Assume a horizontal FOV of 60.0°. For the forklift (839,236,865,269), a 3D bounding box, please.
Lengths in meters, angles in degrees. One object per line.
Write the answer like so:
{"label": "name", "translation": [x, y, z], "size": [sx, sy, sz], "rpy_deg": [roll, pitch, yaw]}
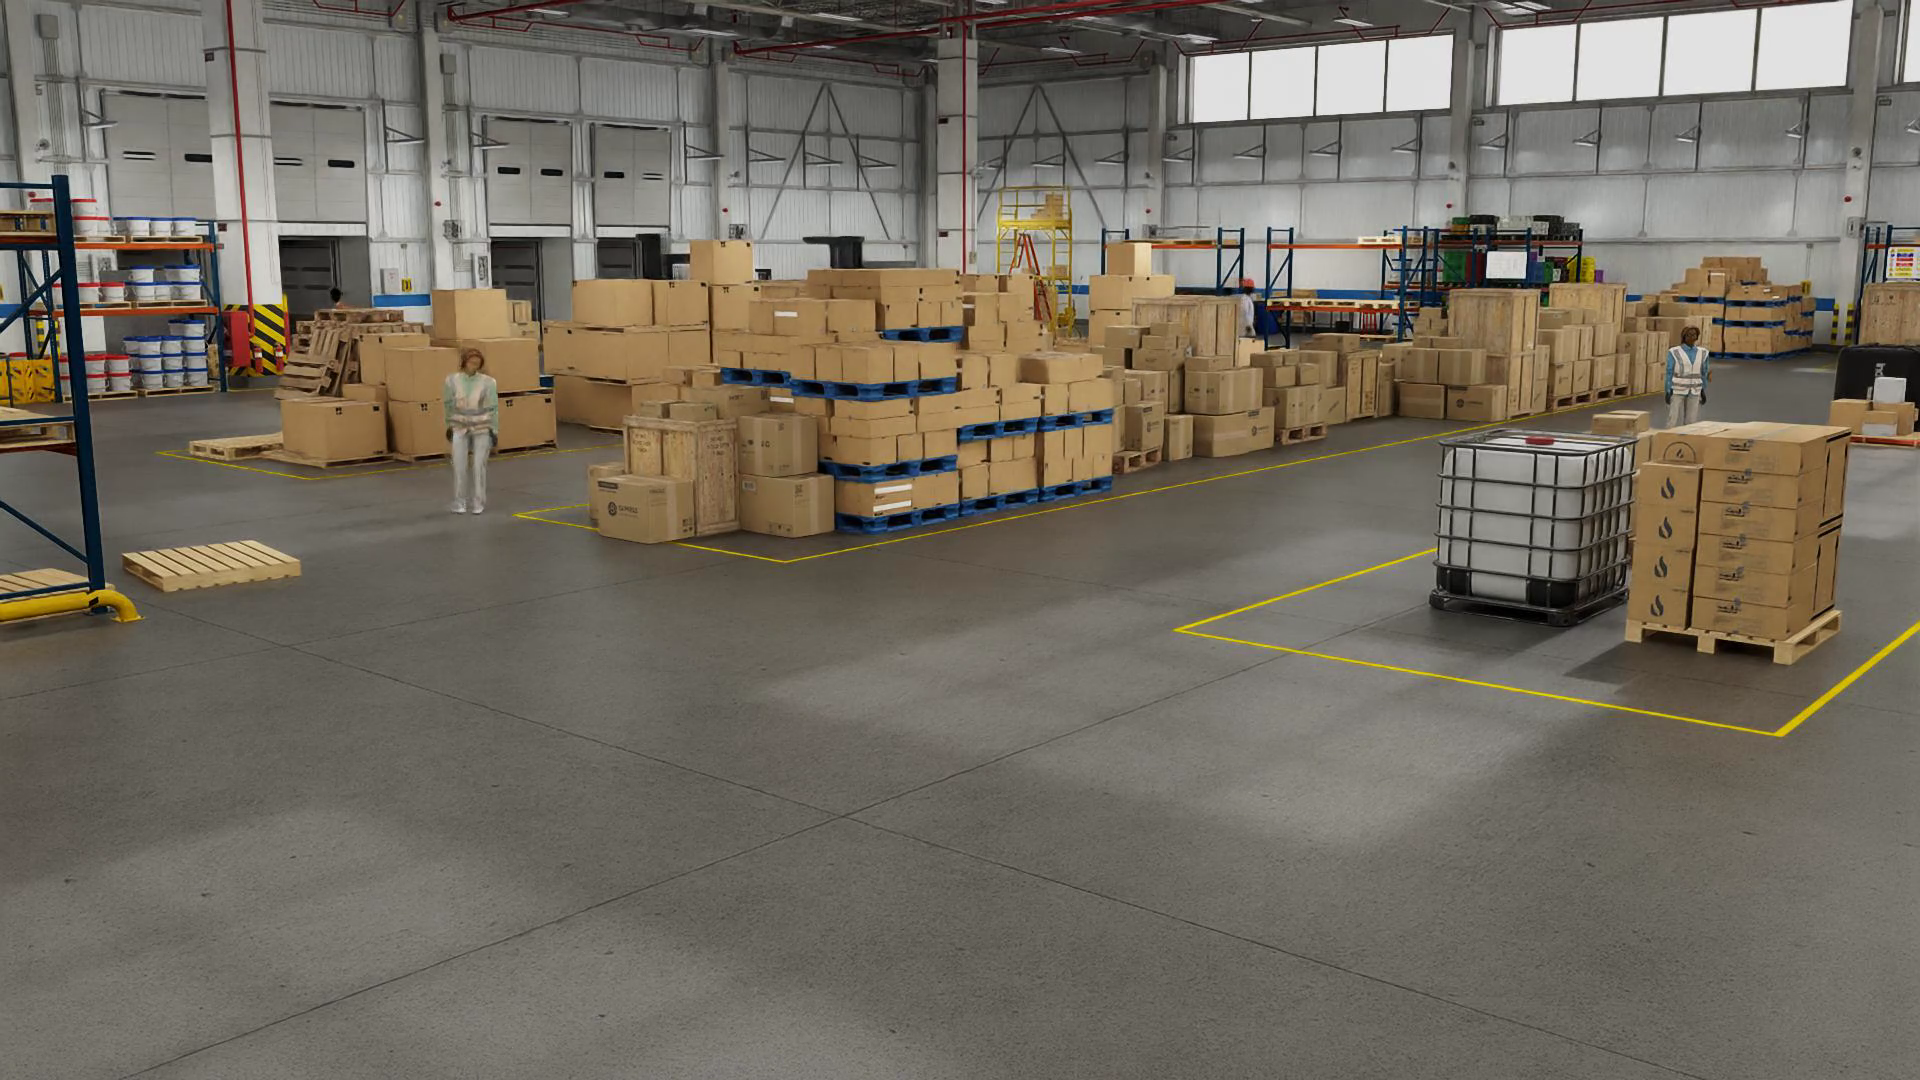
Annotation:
{"label": "forklift", "translation": [-2.565, -5.836, 39.619], "size": [1.873, 2.768, 1.129], "rpy_deg": [2, 10, 14]}

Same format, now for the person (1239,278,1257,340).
{"label": "person", "translation": [6.172, -4.736, 36.171], "size": [0.966, 1.900, 0.558], "rpy_deg": [4, 11, 20]}

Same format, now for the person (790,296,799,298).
{"label": "person", "translation": [-2.313, -2.303, 22.255], "size": [0.634, 1.923, 0.632], "rpy_deg": [-3, 10, -17]}

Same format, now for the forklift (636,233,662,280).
{"label": "forklift", "translation": [-6.040, -4.600, 32.585], "size": [1.873, 2.768, 1.129], "rpy_deg": [-3, 10, -15]}

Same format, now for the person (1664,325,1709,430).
{"label": "person", "translation": [8.644, -1.739, 19.826], "size": [0.514, 1.641, 0.308], "rpy_deg": [0, 10, -3]}

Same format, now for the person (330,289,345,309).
{"label": "person", "translation": [-13.689, -4.679, 36.506], "size": [0.853, 1.648, 0.553], "rpy_deg": [-6, 12, -33]}

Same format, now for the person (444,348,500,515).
{"label": "person", "translation": [-4.636, -1.026, 15.834], "size": [0.535, 1.598, 0.481], "rpy_deg": [-1, 10, -6]}

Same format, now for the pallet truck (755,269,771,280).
{"label": "pallet truck", "translation": [-4.996, -6.432, 45.525], "size": [1.885, 1.965, 0.823], "rpy_deg": [-6, 12, -32]}
